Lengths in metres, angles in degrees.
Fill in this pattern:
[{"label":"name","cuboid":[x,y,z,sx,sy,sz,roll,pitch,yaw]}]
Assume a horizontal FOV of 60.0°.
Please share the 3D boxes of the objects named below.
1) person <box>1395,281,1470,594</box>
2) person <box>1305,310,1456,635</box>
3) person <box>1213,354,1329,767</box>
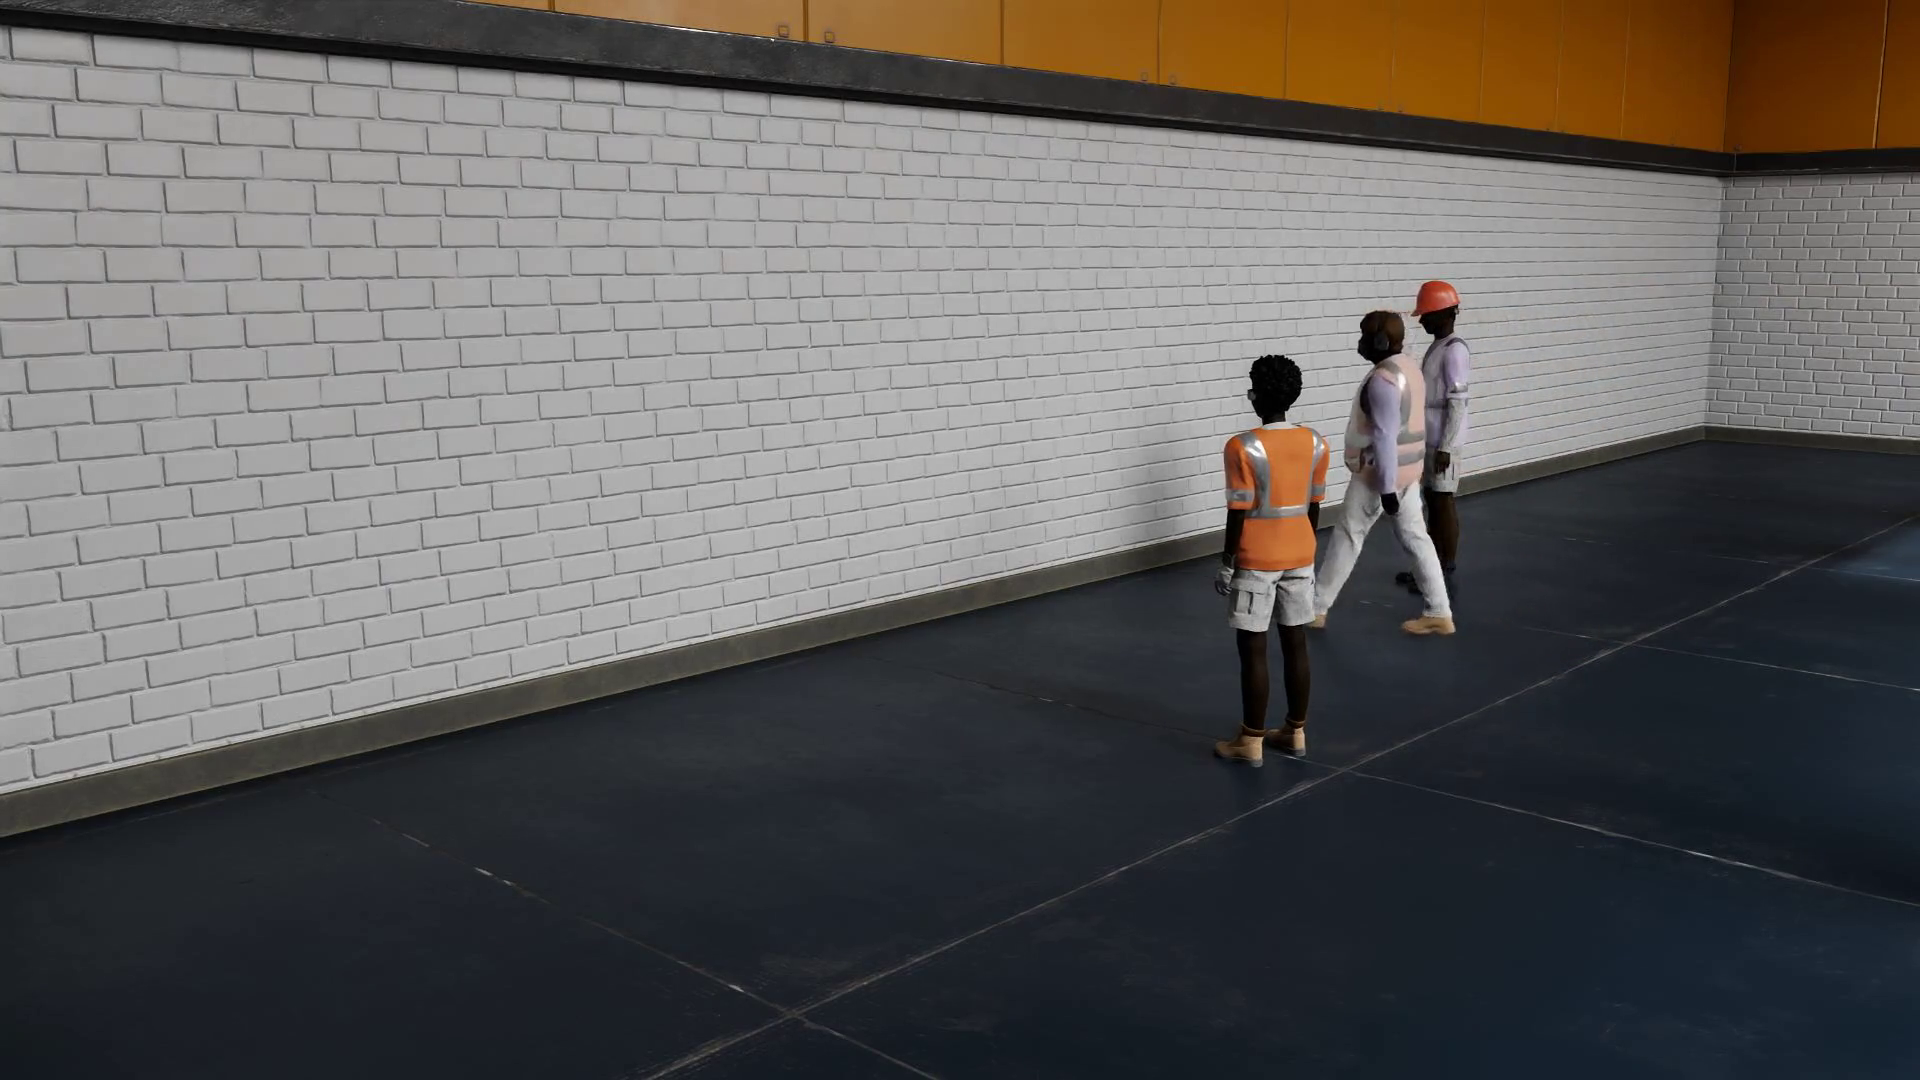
[{"label":"person","cuboid":[2.937,-0.629,10.285,0.370,1.928,0.543,0,10,1]},{"label":"person","cuboid":[2.311,-0.363,9.185,0.977,1.794,0.627,6,12,33]},{"label":"person","cuboid":[1.276,0.086,6.870,0.541,1.696,0.316,-6,12,-32]}]
